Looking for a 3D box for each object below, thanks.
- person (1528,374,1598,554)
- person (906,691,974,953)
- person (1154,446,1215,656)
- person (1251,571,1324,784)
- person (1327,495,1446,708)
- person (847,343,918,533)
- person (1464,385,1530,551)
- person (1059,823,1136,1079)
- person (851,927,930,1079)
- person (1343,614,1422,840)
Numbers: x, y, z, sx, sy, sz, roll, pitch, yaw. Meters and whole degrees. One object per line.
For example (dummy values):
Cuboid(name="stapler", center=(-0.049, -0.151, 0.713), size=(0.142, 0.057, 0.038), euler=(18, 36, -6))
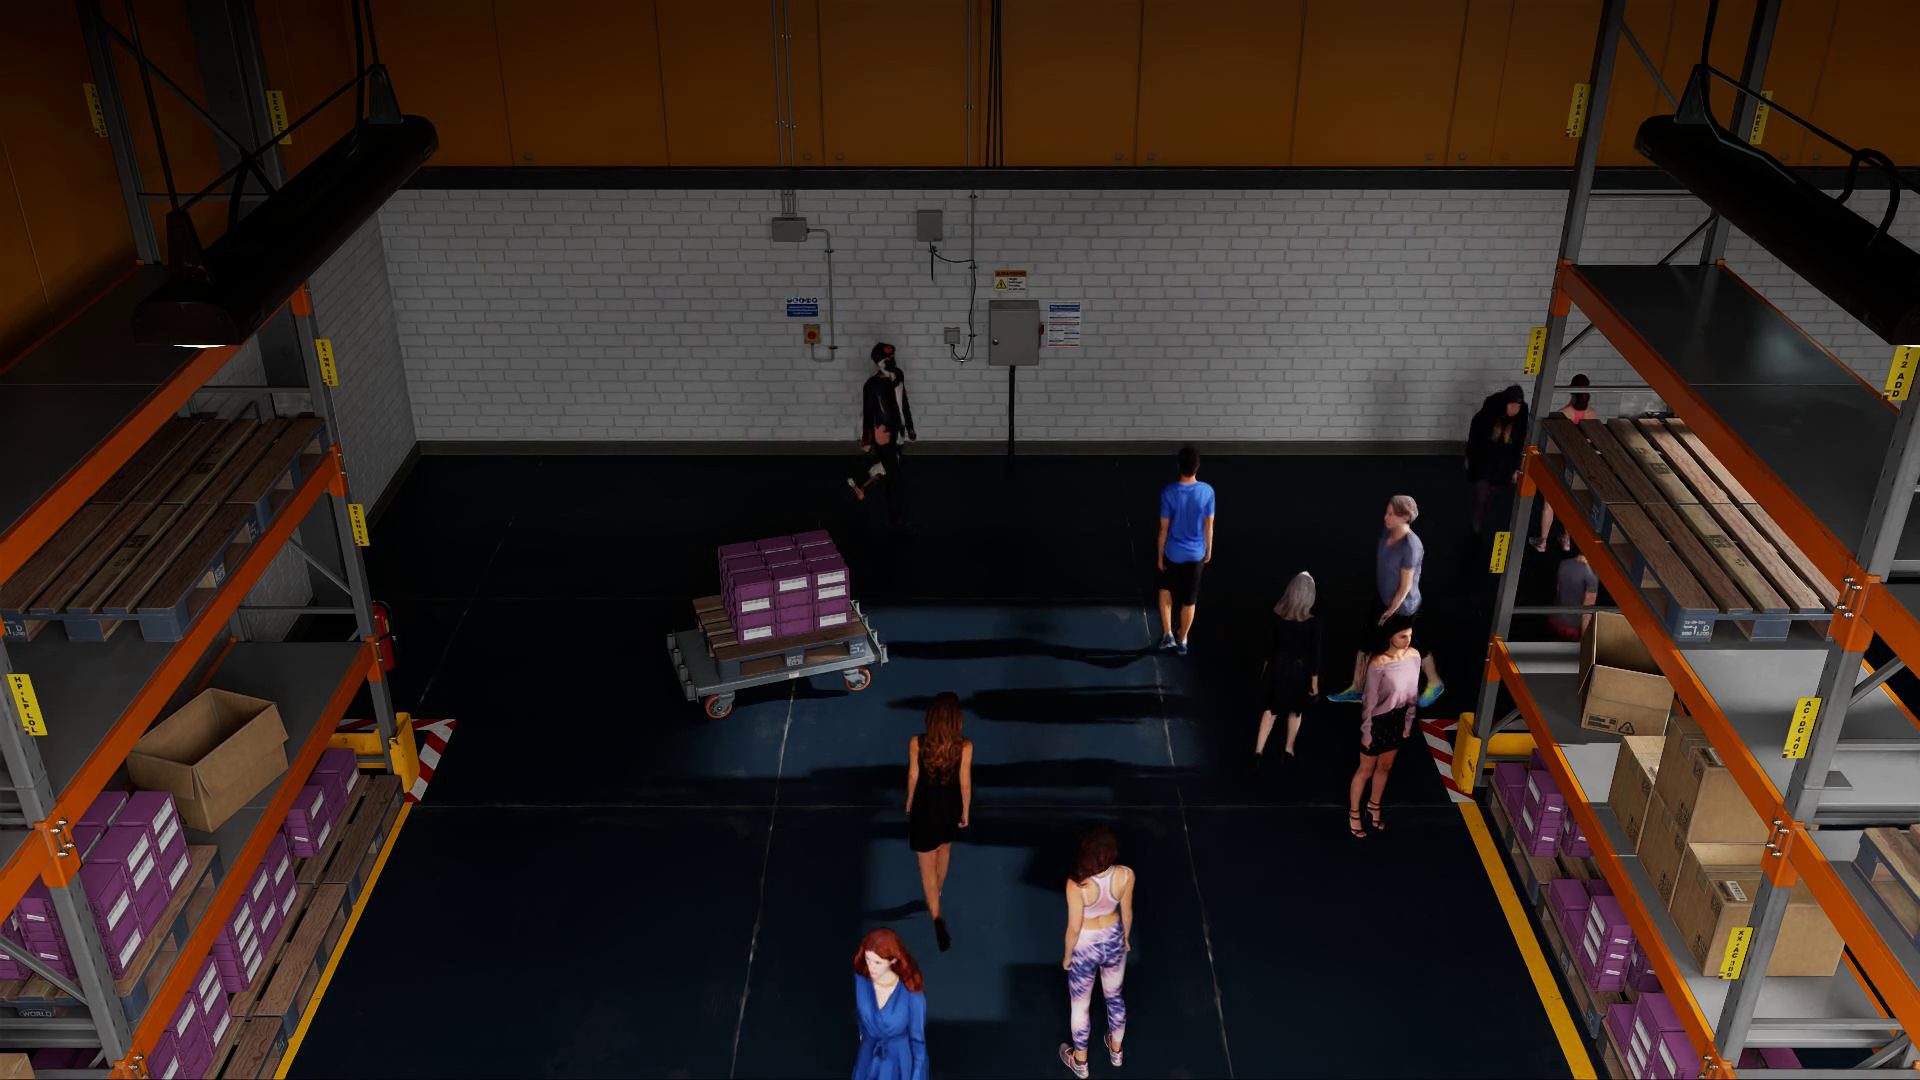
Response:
Cuboid(name="person", center=(5.580, -0.709, 15.317), size=(0.578, 1.749, 0.575), euler=(-2, 29, -5))
Cuboid(name="person", center=(-0.137, 1.825, 10.611), size=(0.608, 1.807, 1.036), euler=(-2, 29, -3))
Cuboid(name="person", center=(1.846, 0.156, 13.618), size=(0.620, 1.856, 0.734), euler=(1, 29, 2))
Cuboid(name="person", center=(2.380, 1.041, 12.133), size=(0.948, 1.726, 1.098), euler=(18, 33, 29))
Cuboid(name="person", center=(3.494, 0.515, 12.981), size=(0.996, 1.837, 1.213), euler=(-12, 31, -21))
Cuboid(name="person", center=(-0.756, -1.011, 15.746), size=(1.089, 1.868, 1.160), euler=(17, 33, 28))
Cuboid(name="person", center=(4.923, -0.737, 15.495), size=(0.698, 1.627, 0.887), euler=(5, 29, 10))
Cuboid(name="person", center=(0.793, 2.370, 9.655), size=(0.660, 1.767, 0.634), euler=(-10, 30, -17))
Cuboid(name="person", center=(-0.305, 2.753, 8.935), size=(0.983, 1.782, 1.217), euler=(14, 32, 24))
Cuboid(name="person", center=(2.930, 1.295, 11.579), size=(0.684, 1.811, 0.667), euler=(-12, 31, -20))
